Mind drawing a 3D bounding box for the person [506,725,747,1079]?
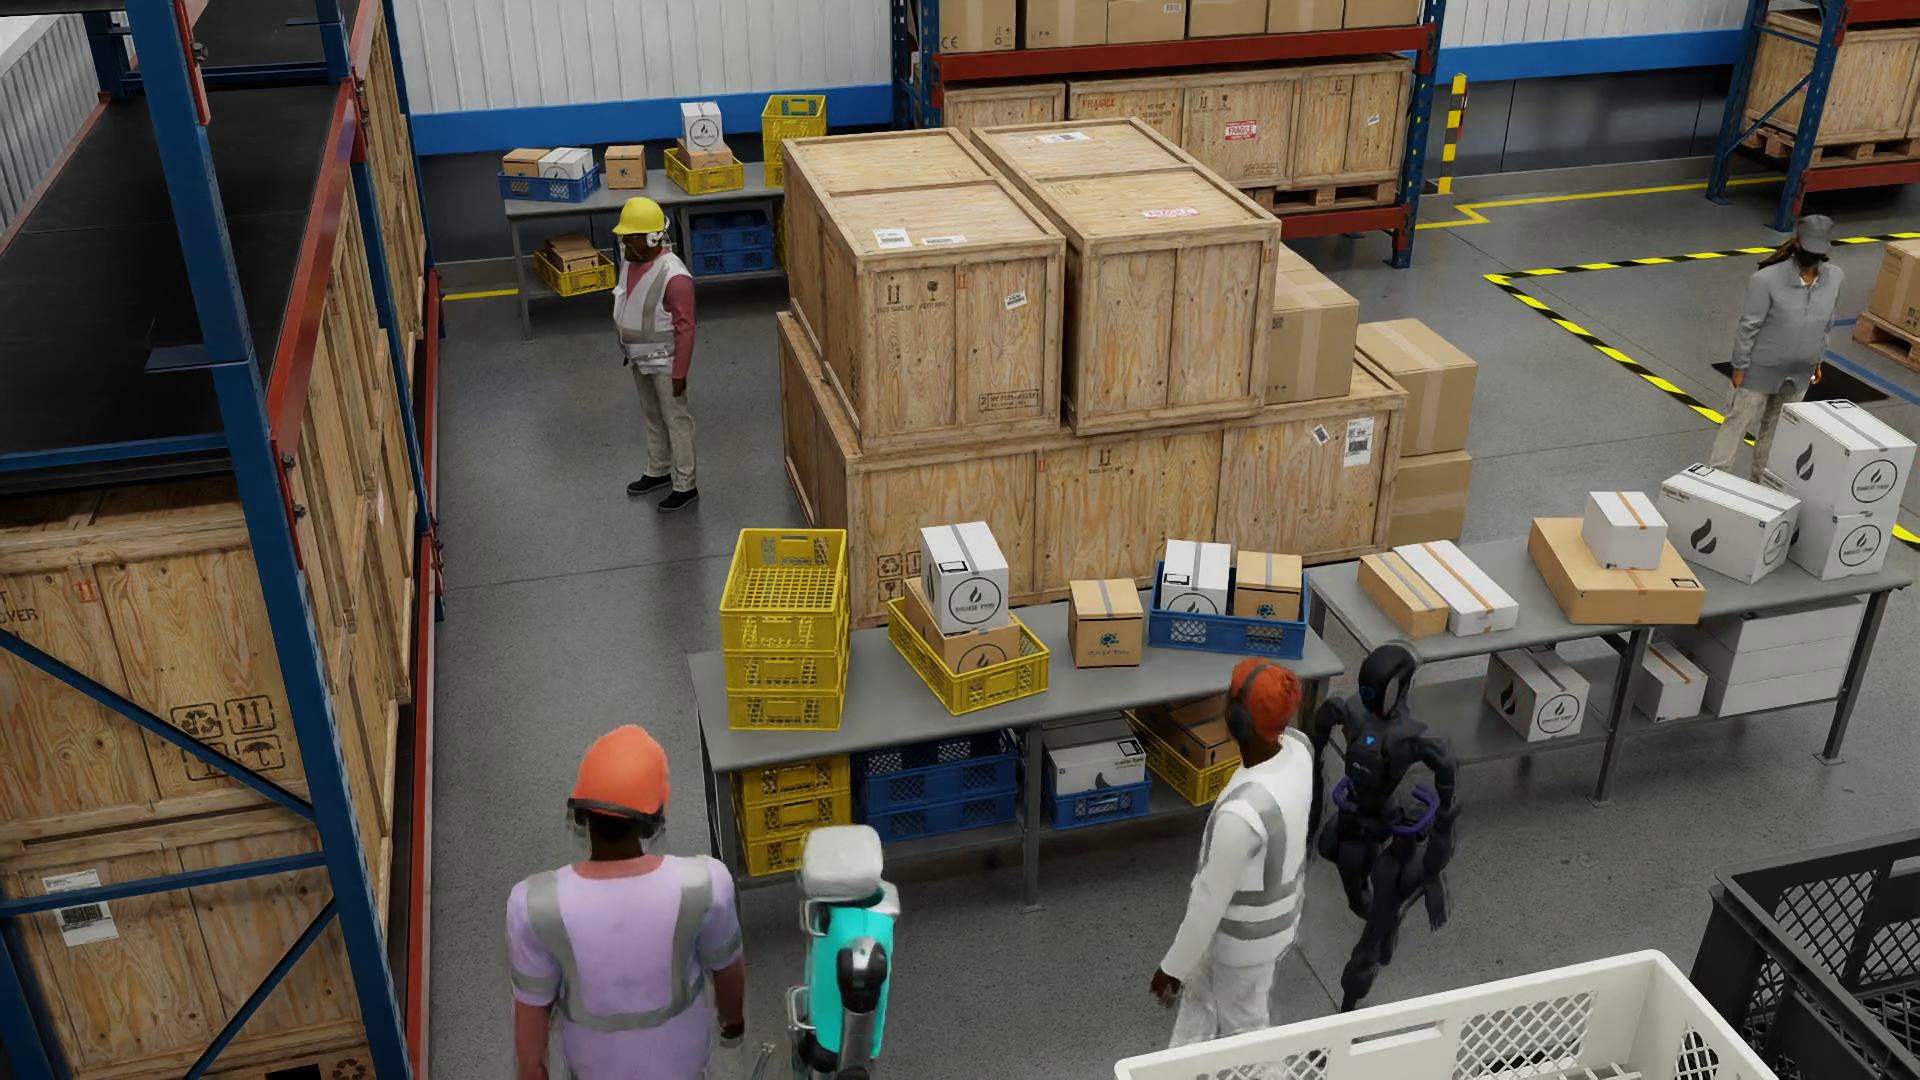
[{"bbox_3d":[-0.939,1.366,4.839,0.642,2.006,0.844,-4,29,-8],"label":"person"}]

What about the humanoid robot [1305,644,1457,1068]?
[{"bbox_3d":[1.515,1.027,5.852,0.597,1.633,0.782,22,36,35],"label":"humanoid robot"}]

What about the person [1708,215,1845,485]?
[{"bbox_3d":[4.588,-0.982,9.347,0.572,1.763,0.403,-4,29,-8],"label":"person"}]

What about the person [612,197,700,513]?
[{"bbox_3d":[-1.724,-1.040,9.380,0.404,1.834,0.587,-23,36,-36],"label":"person"}]

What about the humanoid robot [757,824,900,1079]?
[{"bbox_3d":[-0.526,1.644,4.723,0.736,1.894,0.561,-4,29,-7],"label":"humanoid robot"}]

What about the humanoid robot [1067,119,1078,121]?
[{"bbox_3d":[0.649,-2.078,11.437,0.428,1.645,0.612,-7,30,-12],"label":"humanoid robot"}]

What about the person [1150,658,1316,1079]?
[{"bbox_3d":[0.876,1.215,5.271,0.586,1.865,0.630,12,31,21],"label":"person"}]
